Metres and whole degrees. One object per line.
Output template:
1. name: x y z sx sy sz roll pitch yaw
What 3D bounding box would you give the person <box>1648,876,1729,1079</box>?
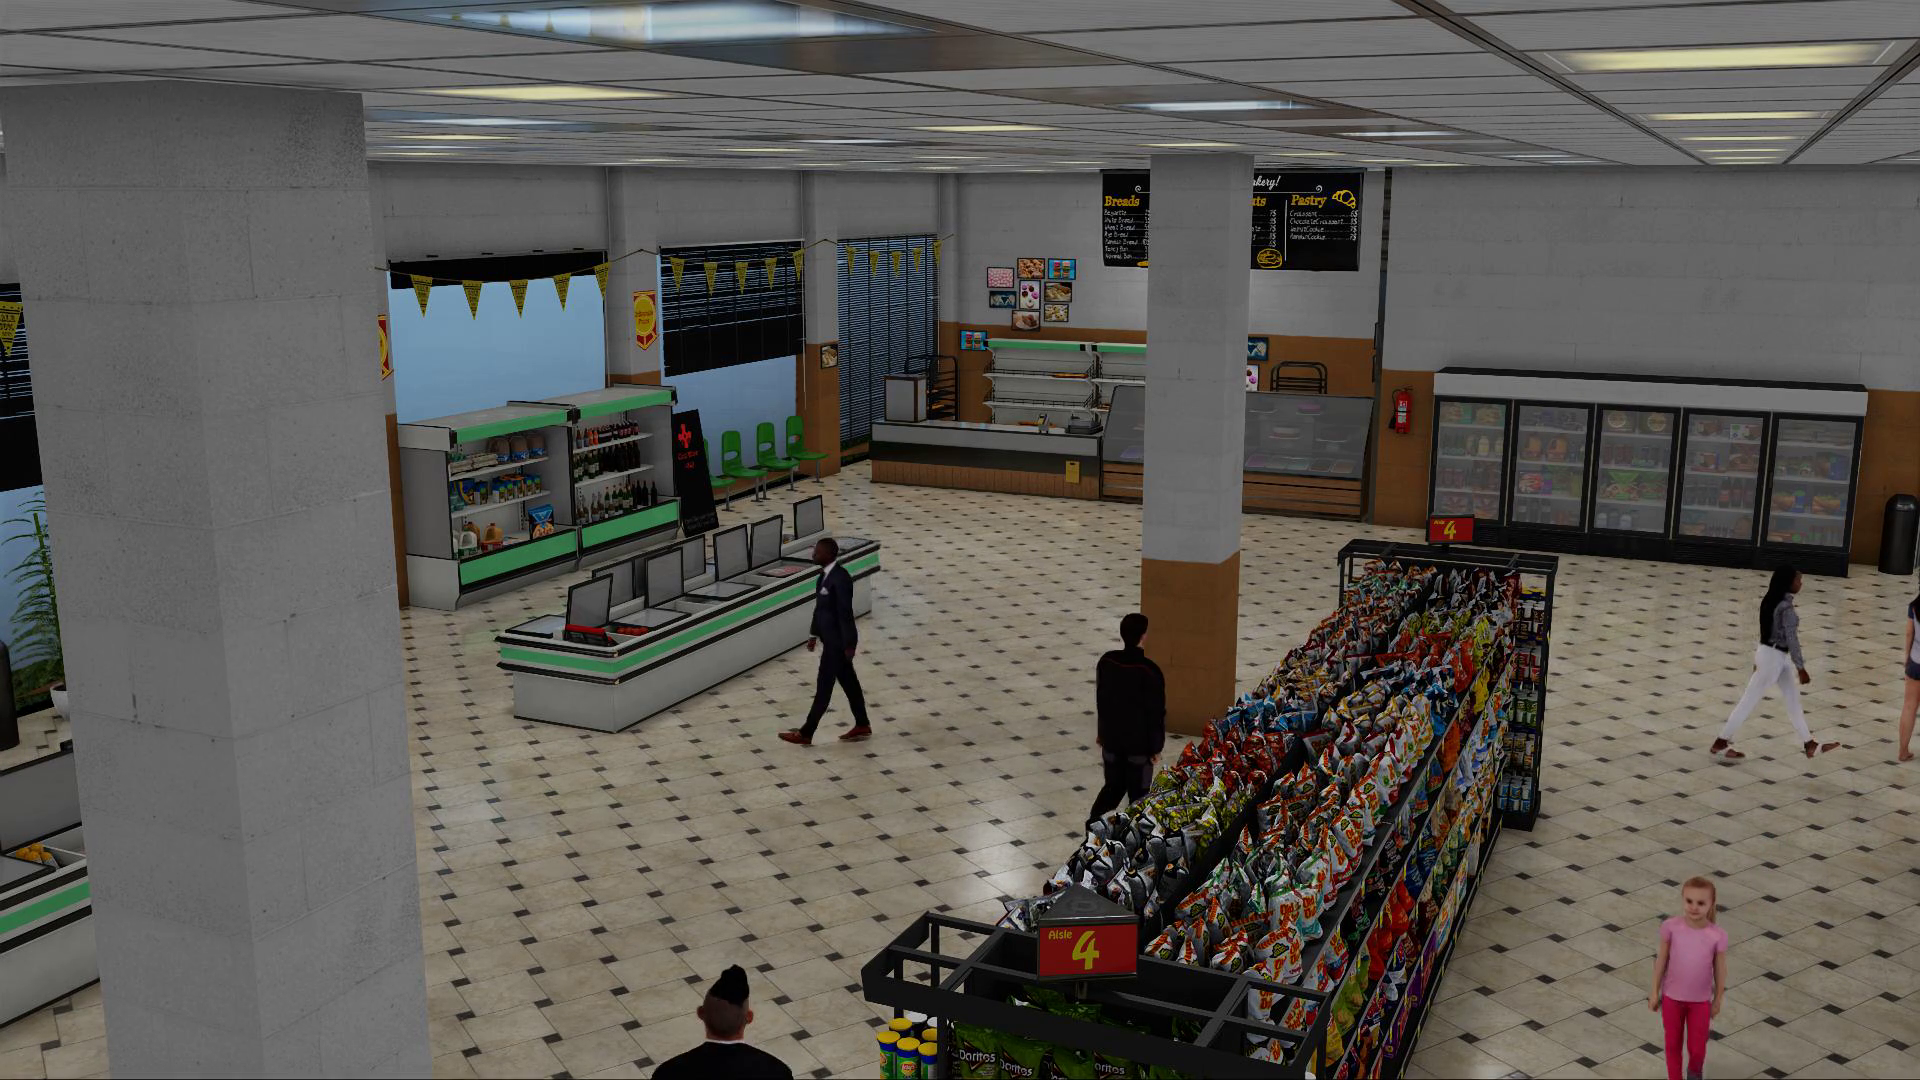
1. person: 3.770 2.330 8.612 0.518 1.264 0.583 7 14 30

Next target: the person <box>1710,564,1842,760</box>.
1. person: 6.589 1.055 13.694 0.755 1.665 1.180 3 12 16

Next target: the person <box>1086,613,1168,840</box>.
1. person: 1.119 1.419 11.569 0.835 1.829 0.956 9 15 37

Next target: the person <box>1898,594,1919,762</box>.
1. person: 8.033 1.020 13.760 0.661 1.705 0.669 -9 15 -38

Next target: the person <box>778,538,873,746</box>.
1. person: -0.973 0.874 14.234 1.187 1.796 1.150 -4 12 -17

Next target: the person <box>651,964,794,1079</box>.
1. person: -0.871 2.530 6.110 1.148 1.904 1.279 -3 12 -12
